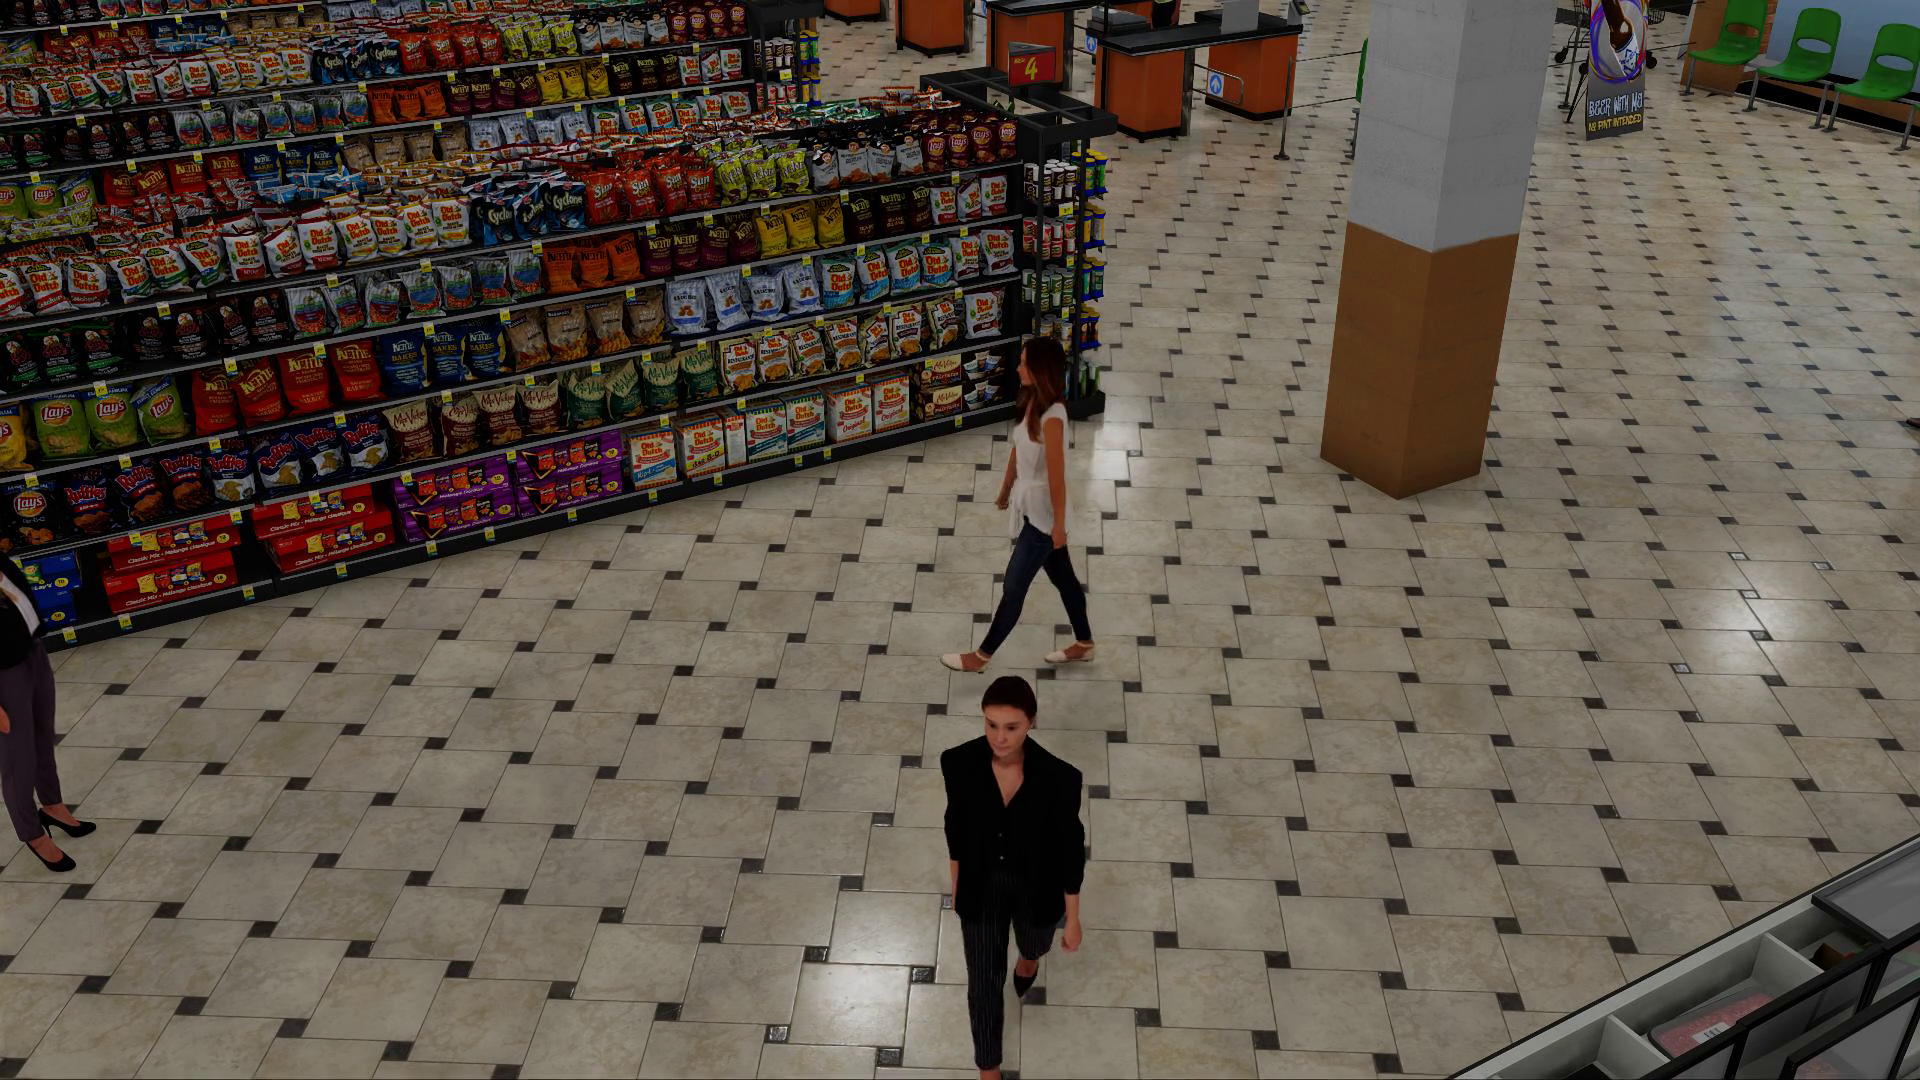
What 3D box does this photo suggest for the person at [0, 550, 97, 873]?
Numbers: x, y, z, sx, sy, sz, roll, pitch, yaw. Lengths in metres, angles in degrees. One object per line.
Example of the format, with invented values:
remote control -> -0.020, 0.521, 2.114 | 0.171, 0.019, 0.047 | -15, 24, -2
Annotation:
person -> -3.866, 0.595, 6.768 | 0.670, 1.671, 0.676 | -2, 29, -3

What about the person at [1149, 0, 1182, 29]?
person -> 2.315, -5.908, 18.595 | 0.526, 1.753, 0.582 | -19, 34, -31

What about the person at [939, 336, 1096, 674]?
person -> 0.494, -0.125, 8.008 | 1.115, 1.748, 0.845 | -5, 29, -9

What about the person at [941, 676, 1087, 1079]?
person -> 0.207, 1.158, 5.737 | 1.134, 1.673, 1.165 | 5, 29, 10
